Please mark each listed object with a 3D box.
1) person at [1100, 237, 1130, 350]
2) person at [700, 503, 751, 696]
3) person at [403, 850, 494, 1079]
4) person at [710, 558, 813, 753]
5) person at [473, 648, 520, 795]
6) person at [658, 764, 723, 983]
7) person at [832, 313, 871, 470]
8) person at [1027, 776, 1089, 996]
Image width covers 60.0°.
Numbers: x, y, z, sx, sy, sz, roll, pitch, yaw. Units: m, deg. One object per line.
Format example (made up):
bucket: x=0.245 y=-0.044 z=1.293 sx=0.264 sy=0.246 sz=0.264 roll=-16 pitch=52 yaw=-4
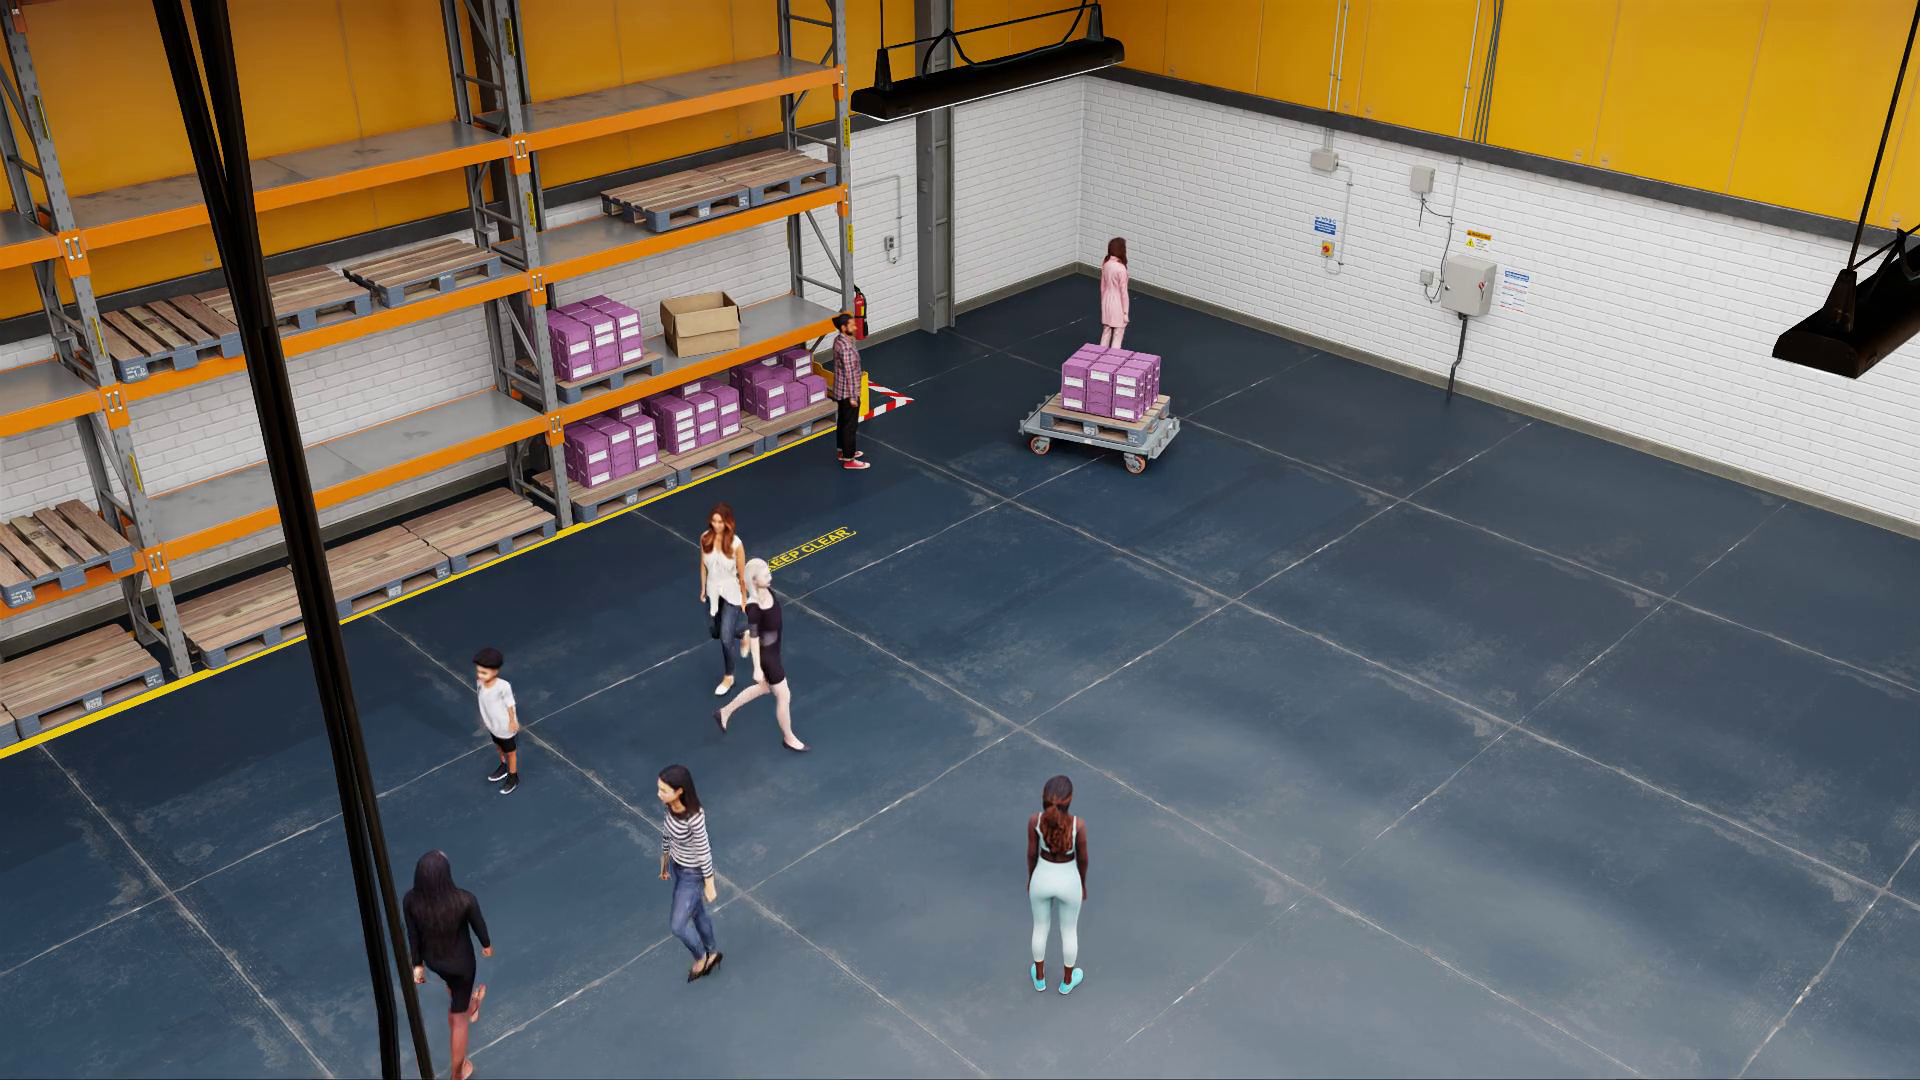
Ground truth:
person: x=1.885 y=-2.838 z=20.416 sx=0.572 sy=1.802 sz=0.658 roll=-19 pitch=34 yaw=-30
person: x=-1.999 y=0.451 z=14.422 sx=0.758 sy=1.767 sz=0.986 roll=14 pitch=31 yaw=23
person: x=-3.199 y=2.712 z=10.358 sx=1.014 sy=1.690 sz=1.139 roll=3 pitch=29 yaw=6
person: x=-1.648 y=0.950 z=13.470 sx=1.074 sy=1.802 sz=1.087 roll=4 pitch=29 yaw=7
person: x=-3.653 y=1.389 z=13.238 sx=0.577 sy=1.255 sz=0.629 roll=14 pitch=32 yaw=24
person: x=-1.732 y=2.225 z=11.163 sx=0.663 sy=1.775 sz=0.661 roll=-20 pitch=34 yaw=-32
person: x=-1.241 y=-1.651 z=18.283 sx=0.770 sy=1.761 sz=0.781 roll=-8 pitch=30 yaw=-15
person: x=0.639 y=2.297 z=11.083 sx=0.651 sy=1.724 sz=0.689 roll=5 pitch=29 yaw=9
